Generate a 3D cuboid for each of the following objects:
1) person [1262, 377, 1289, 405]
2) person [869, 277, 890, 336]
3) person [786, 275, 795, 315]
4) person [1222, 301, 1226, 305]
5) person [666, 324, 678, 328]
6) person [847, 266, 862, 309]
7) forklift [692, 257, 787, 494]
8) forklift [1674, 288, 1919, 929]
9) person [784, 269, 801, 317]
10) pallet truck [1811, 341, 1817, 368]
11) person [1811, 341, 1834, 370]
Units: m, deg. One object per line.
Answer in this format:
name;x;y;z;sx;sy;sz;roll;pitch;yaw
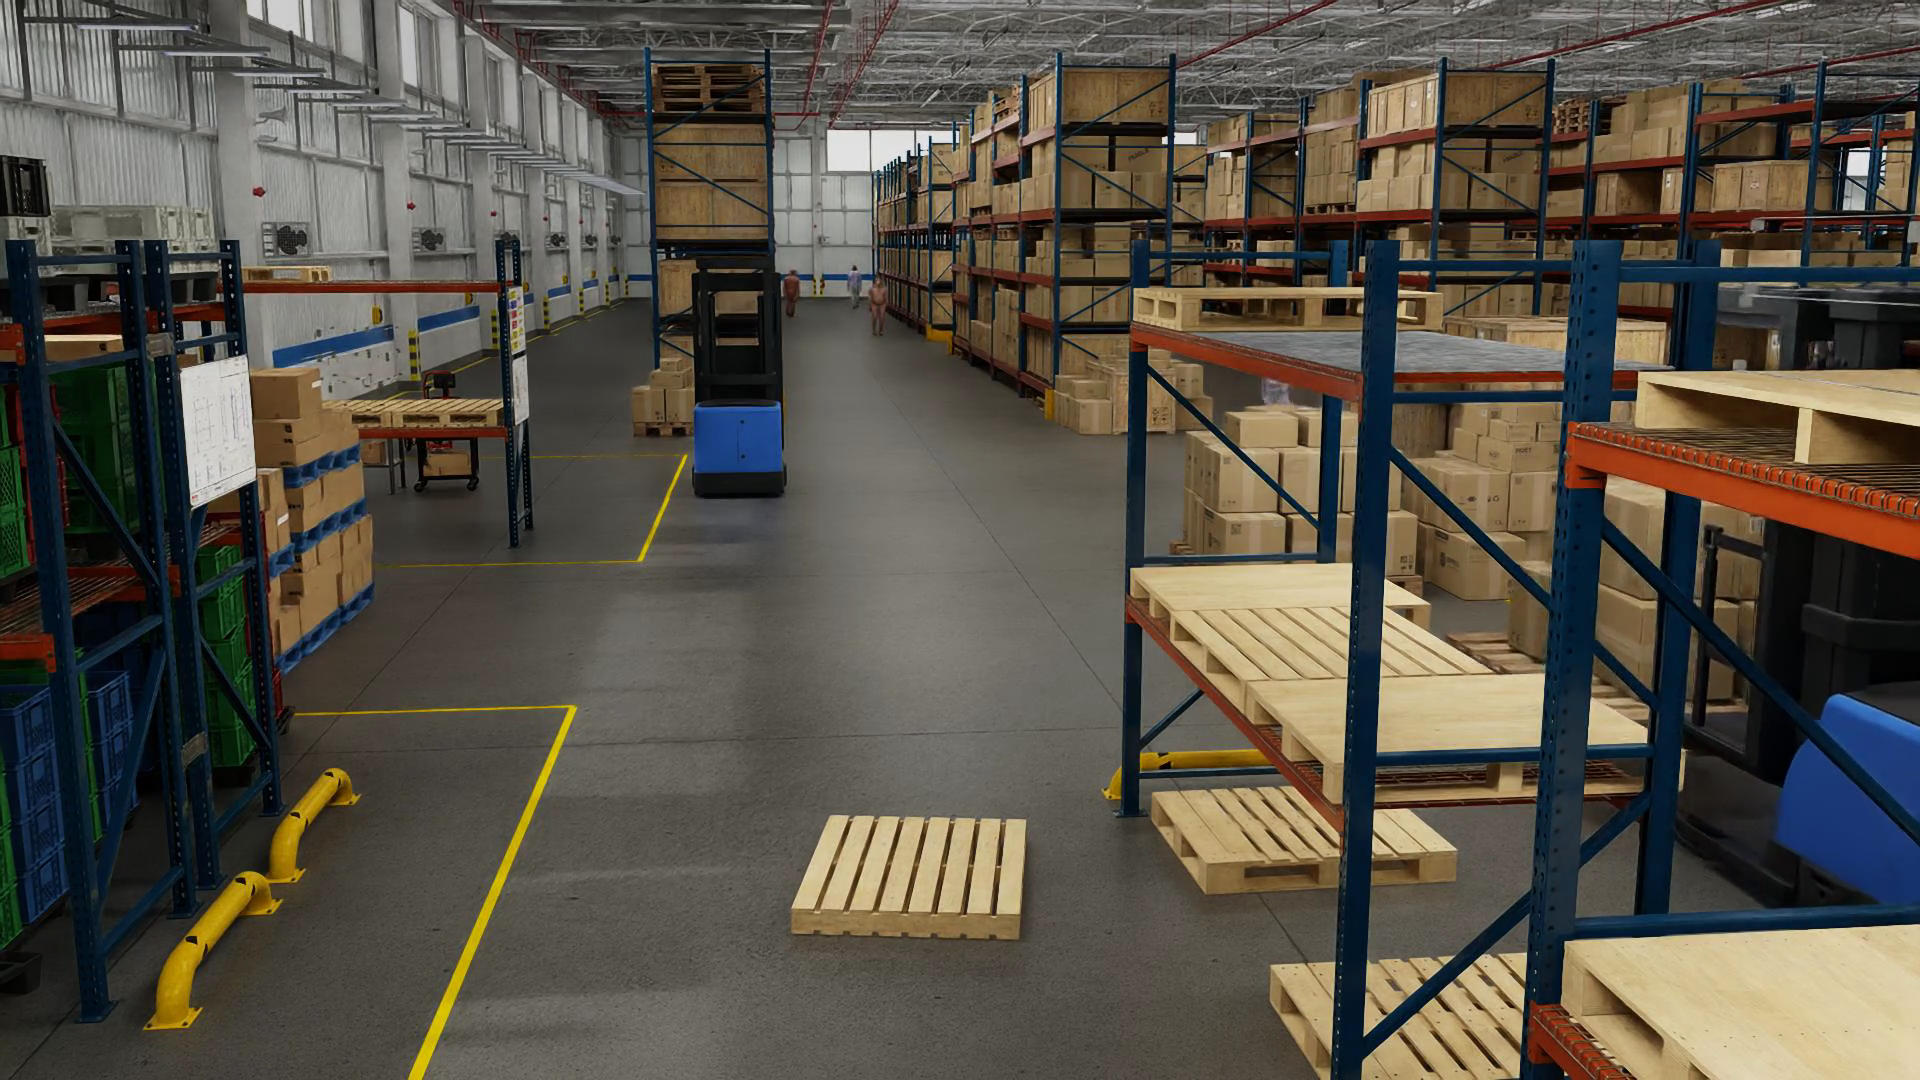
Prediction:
person;3.830;-1.630;20.674;0.982;1.892;0.546;5;12;27
person;-2.553;-7.417;52.835;0.662;1.863;0.943;-2;10;-8
person;-6.838;-9.844;66.968;0.321;1.629;0.526;0;10;-1
person;7.828;-6.778;49.436;0.813;1.811;0.611;-1;10;-4
person;-7.490;-5.703;43.813;0.529;1.697;0.321;-8;13;-36
person;-4.681;-11.239;73.926;0.651;1.906;0.843;0;10;-1
forklift;-2.705;-2.042;20.251;1.129;2.768;1.873;-1;10;-6
forklift;4.236;0.294;7.306;1.129;2.768;1.873;-1;10;-7
person;-6.625;-9.784;65.960;0.689;1.868;0.474;3;11;16
pallet truck;15.846;-3.142;28.793;1.885;1.965;0.823;2;10;12
person;13.130;-2.456;25.243;0.397;1.911;0.587;10;14;43
